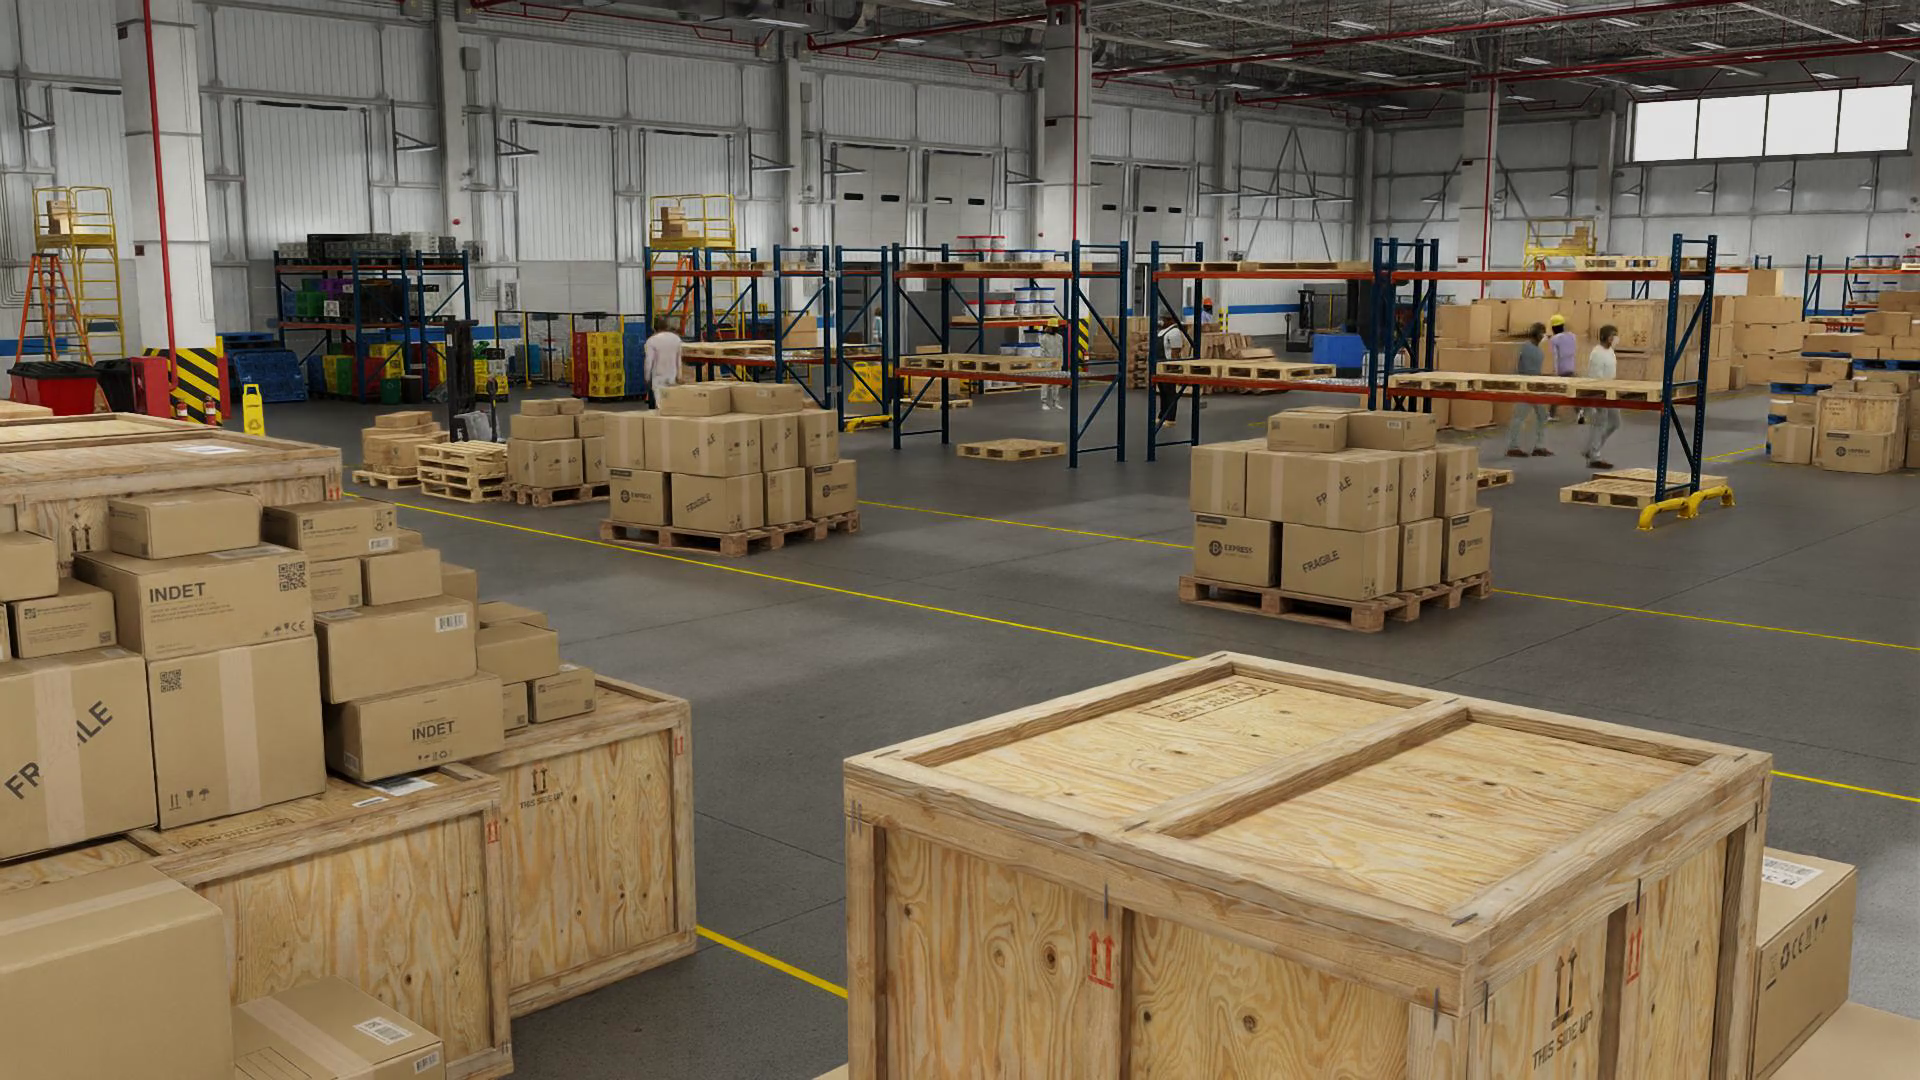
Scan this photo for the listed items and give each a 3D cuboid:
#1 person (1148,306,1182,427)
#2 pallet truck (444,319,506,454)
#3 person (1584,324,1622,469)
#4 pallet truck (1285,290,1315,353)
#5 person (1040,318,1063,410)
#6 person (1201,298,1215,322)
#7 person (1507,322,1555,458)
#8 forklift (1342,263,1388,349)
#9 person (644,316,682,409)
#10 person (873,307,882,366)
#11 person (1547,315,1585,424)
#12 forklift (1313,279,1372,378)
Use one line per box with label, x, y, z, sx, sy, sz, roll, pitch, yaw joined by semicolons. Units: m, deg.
person;3.453;-2.939;28.133;0.537;2.000;0.682;-2;9;-13
pallet truck;-6.981;-1.942;22.150;1.885;1.965;0.823;1;9;9
person;8.548;-1.893;22.058;0.438;1.928;0.652;7;12;36
pallet truck;11.297;-6.951;52.861;1.885;1.965;0.823;-5;11;-29
person;1.740;-3.323;31.425;0.485;1.736;0.322;-5;11;-29
person;6.148;-5.052;41.408;0.371;1.933;0.553;4;10;21
person;8.076;-2.088;23.323;0.775;1.908;0.641;6;11;34
forklift;11.884;-6.474;47.236;1.873;2.768;1.129;4;10;21
person;-4.712;-2.583;26.318;0.649;1.919;0.442;-8;13;-42
person;-2.181;-5.393;44.442;0.312;1.633;0.518;-1;9;-6
person;10.442;-2.945;28.682;0.659;1.871;0.912;-3;10;-20
forklift;9.565;-5.289;39.970;1.873;2.768;1.129;-2;9;-10
